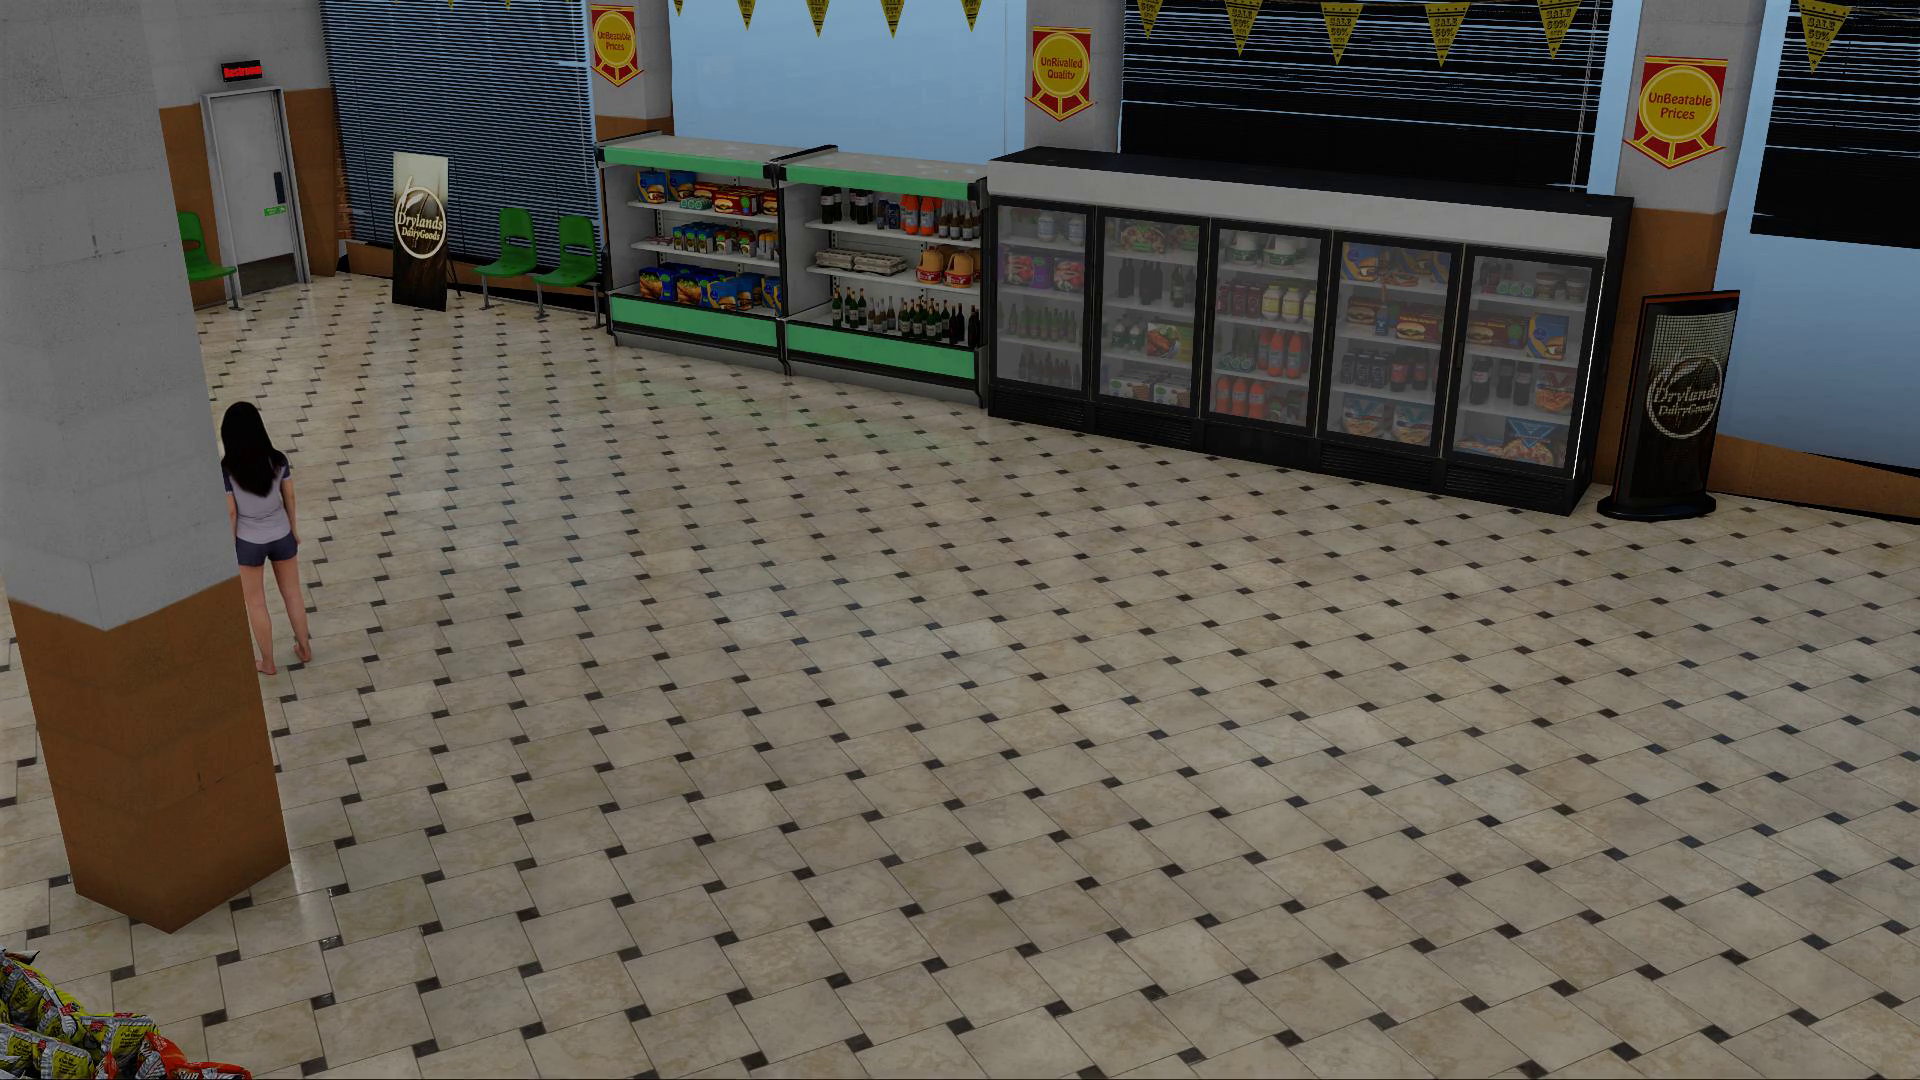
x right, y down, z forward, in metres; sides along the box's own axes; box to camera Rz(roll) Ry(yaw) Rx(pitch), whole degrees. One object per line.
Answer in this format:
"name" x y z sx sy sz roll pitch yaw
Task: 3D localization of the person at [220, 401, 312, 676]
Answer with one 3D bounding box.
"person" -4.228 -0.016 10.062 0.598 1.706 0.643 20 29 40
